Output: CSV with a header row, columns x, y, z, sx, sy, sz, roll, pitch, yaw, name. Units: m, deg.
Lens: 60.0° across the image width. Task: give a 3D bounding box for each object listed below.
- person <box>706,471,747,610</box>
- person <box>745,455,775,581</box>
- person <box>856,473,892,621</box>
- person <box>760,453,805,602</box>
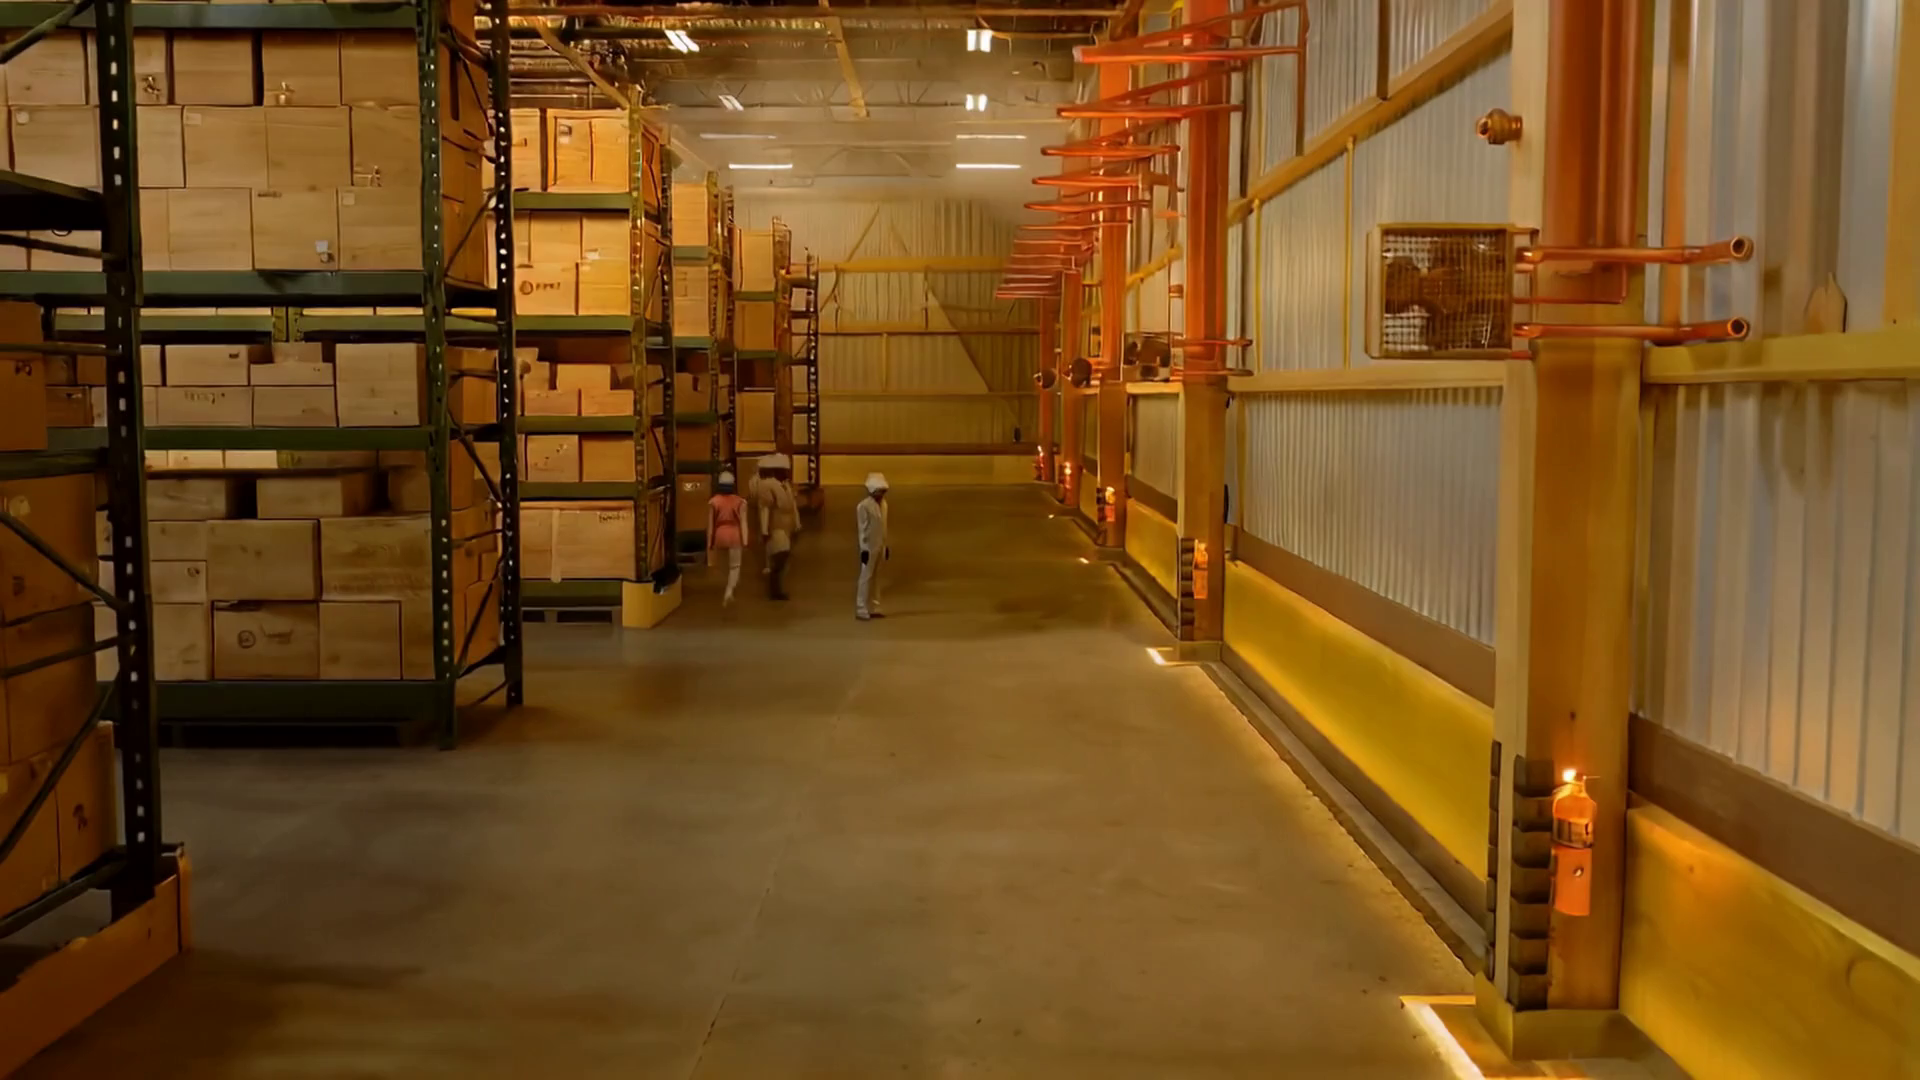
x,y,z,sx,sy,sz,roll,pitch,yaw,name
-2.864,0.014,20.326,0.500,1.726,0.568,0,5,1,person
-2.811,-0.336,24.034,0.598,1.809,0.812,0,5,3,person
-0.984,0.079,19.551,0.351,1.742,0.566,3,6,32,person
-2.266,-0.155,21.303,0.589,1.916,0.546,2,5,26,person
